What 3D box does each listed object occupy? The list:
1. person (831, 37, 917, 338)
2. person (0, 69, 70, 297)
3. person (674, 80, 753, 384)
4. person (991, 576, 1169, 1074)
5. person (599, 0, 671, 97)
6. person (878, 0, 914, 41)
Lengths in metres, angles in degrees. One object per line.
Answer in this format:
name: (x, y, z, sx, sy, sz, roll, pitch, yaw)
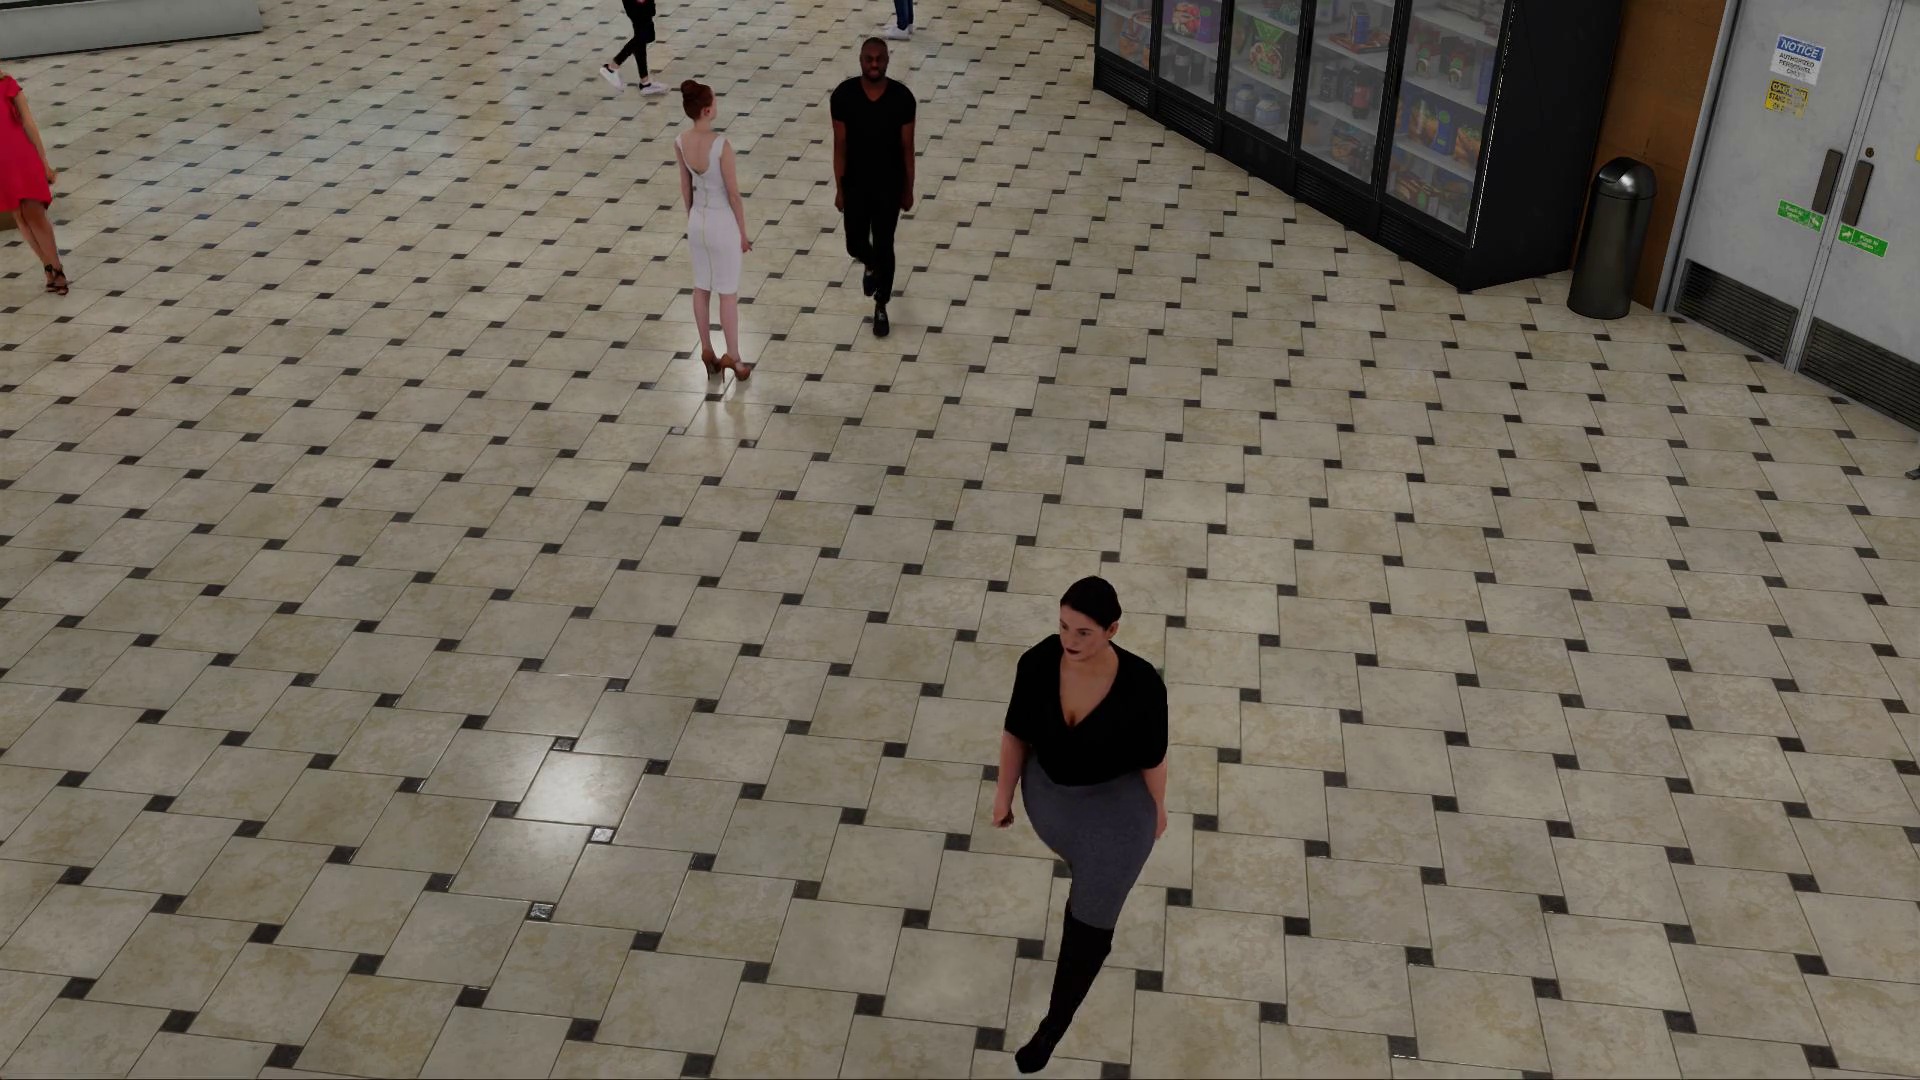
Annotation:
person: (-0.524, -2.185, 10.195, 0.946, 1.806, 0.950, 1, 32, 2)
person: (-6.038, -2.416, 10.657, 0.648, 1.712, 0.731, -6, 32, -10)
person: (-1.422, -1.747, 9.506, 0.641, 1.790, 0.649, 19, 37, 28)
person: (0.457, 0.825, 5.446, 1.047, 1.713, 1.203, 18, 36, 26)
person: (-2.870, -4.651, 14.174, 0.846, 1.790, 0.636, -11, 34, -18)
person: (-0.580, -5.752, 15.874, 0.816, 1.864, 0.777, 8, 33, 13)
